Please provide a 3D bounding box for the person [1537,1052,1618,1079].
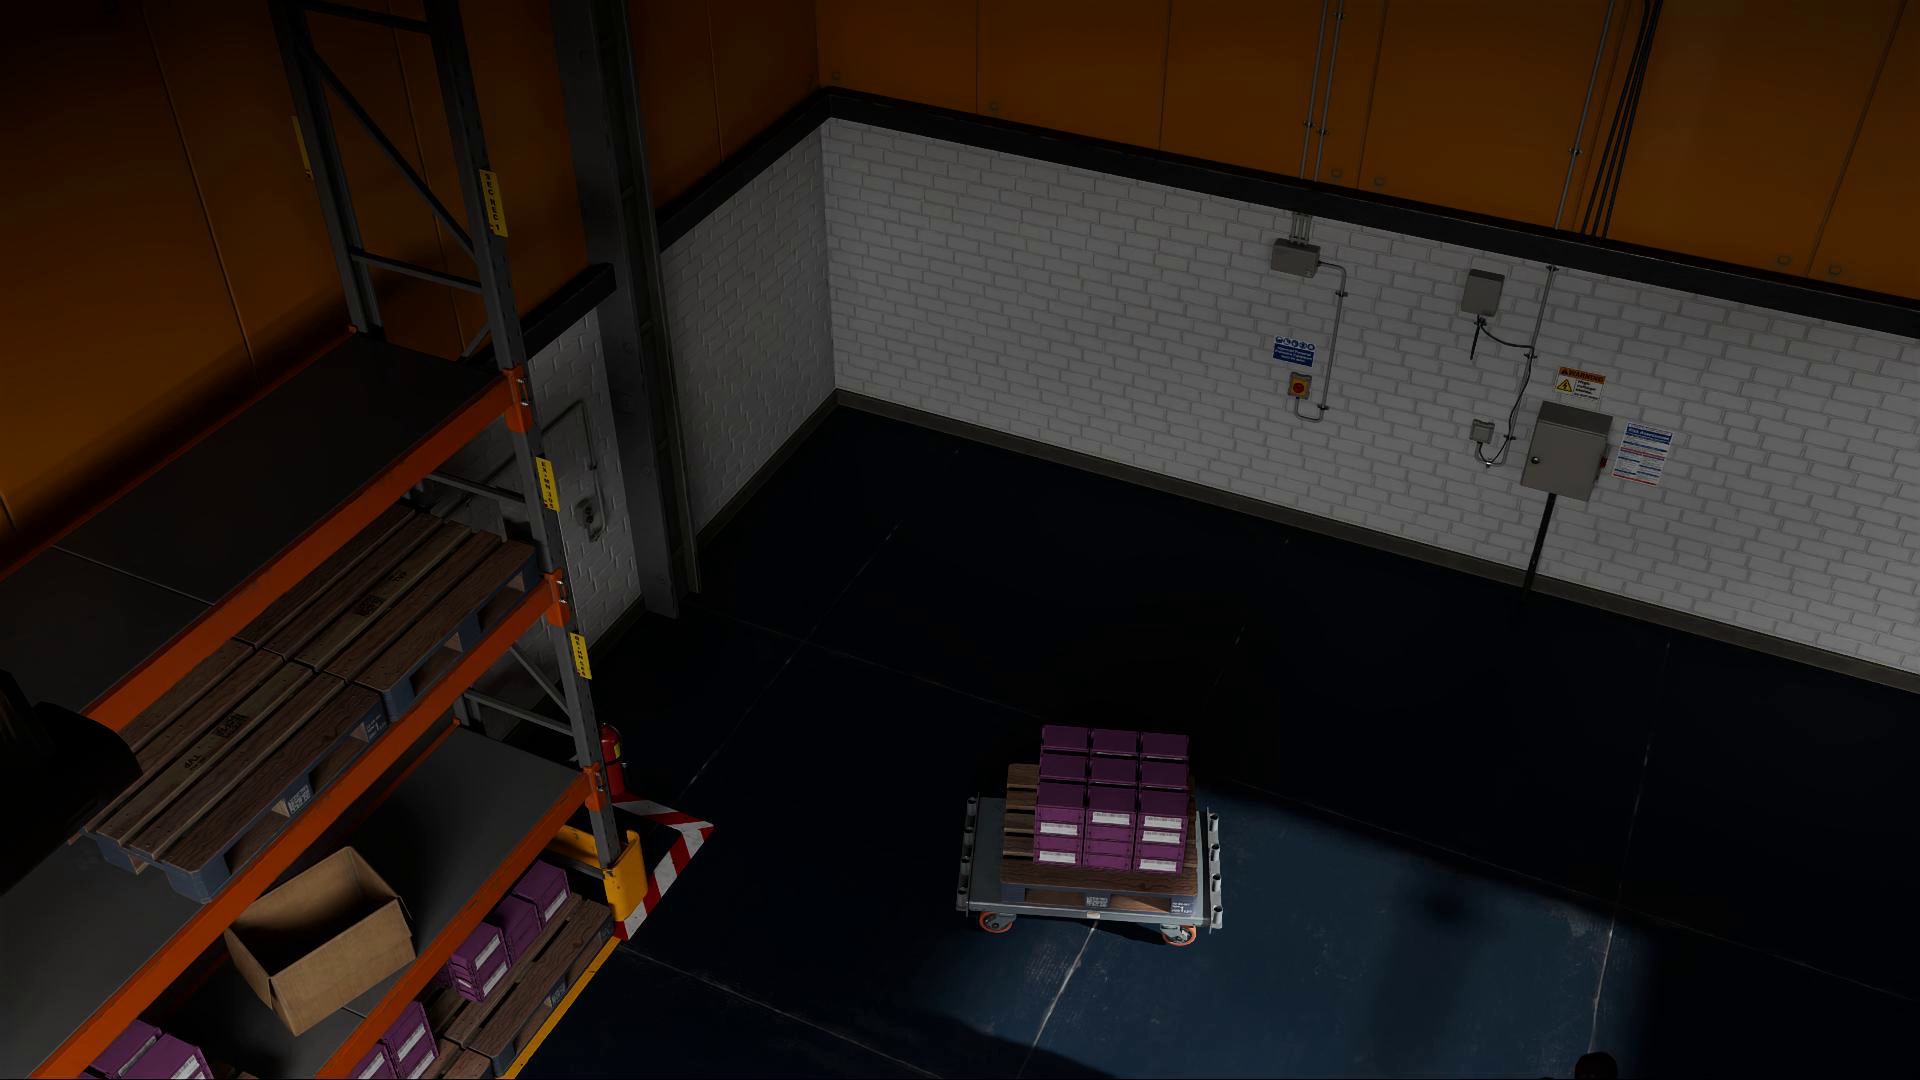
[{"bbox_3d":[2.974,3.143,8.308,0.697,1.809,0.595,24,44,27],"label":"person"}]
